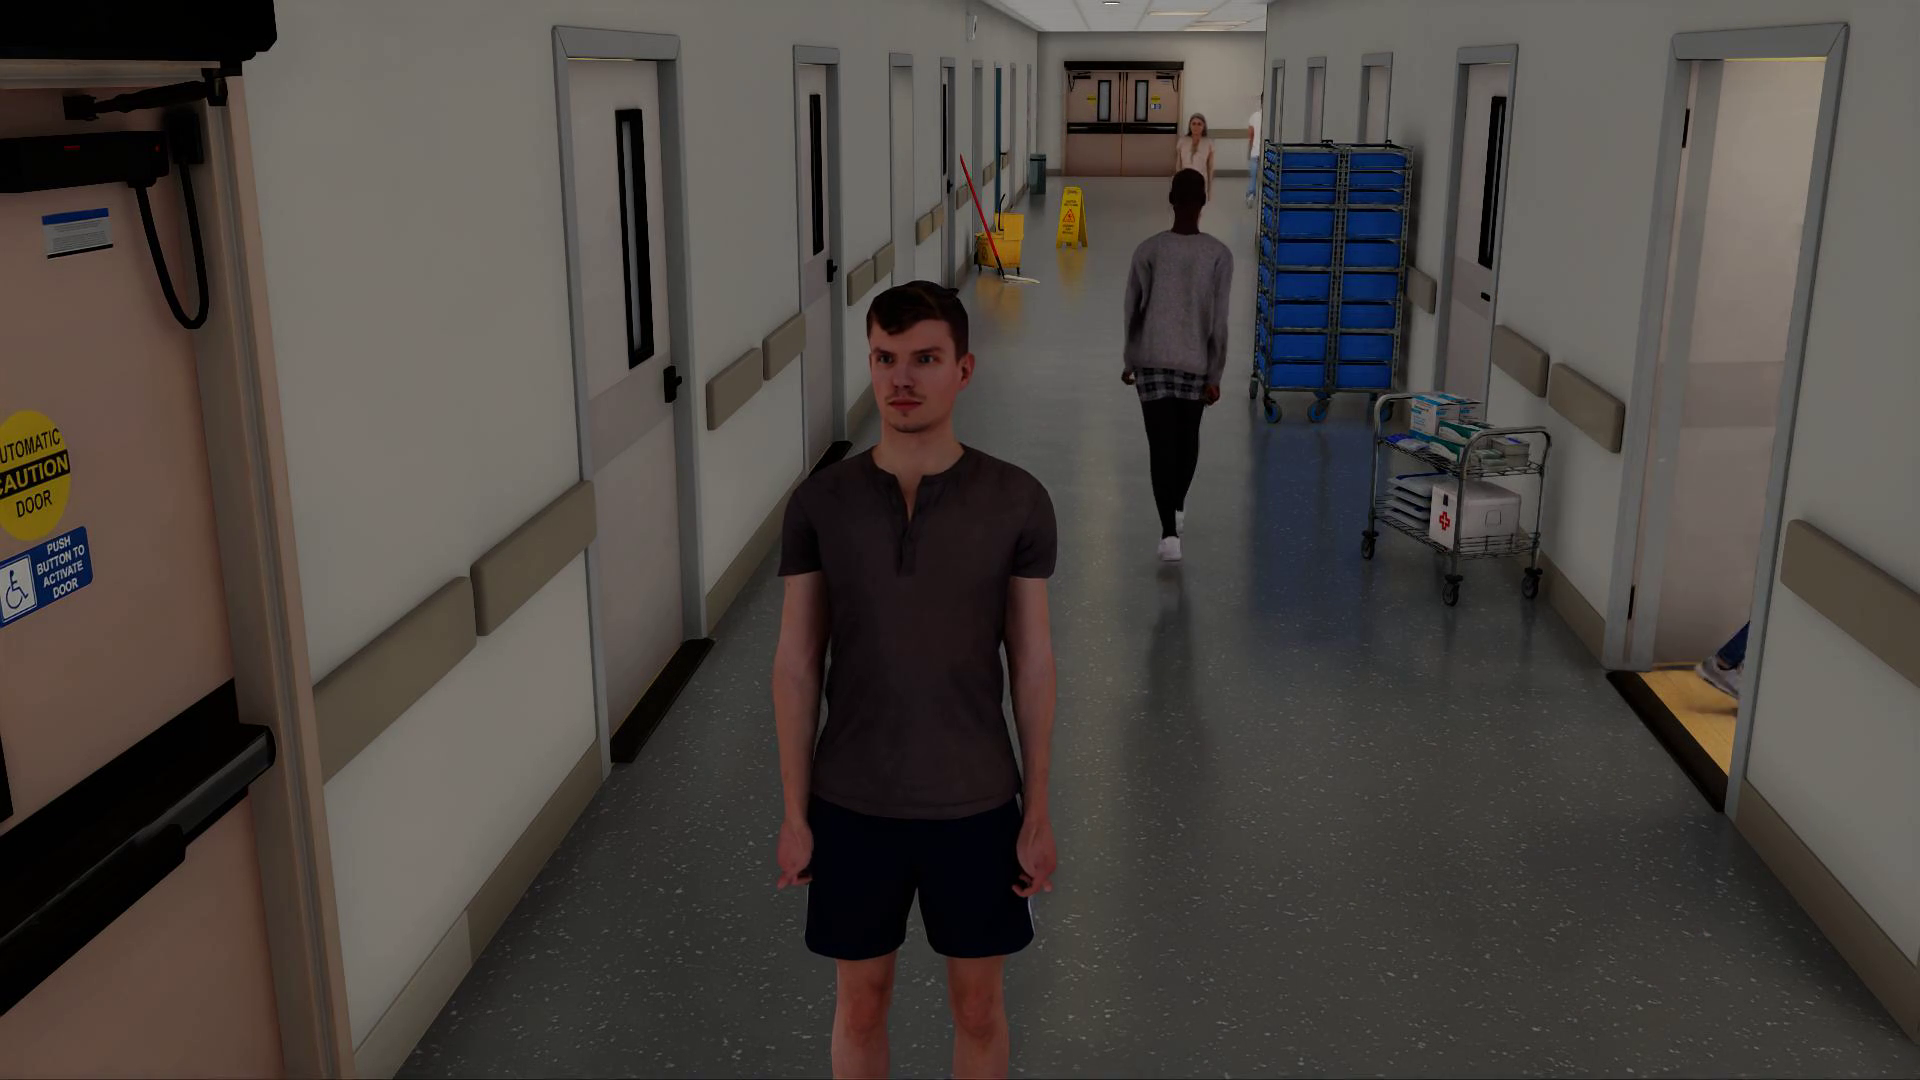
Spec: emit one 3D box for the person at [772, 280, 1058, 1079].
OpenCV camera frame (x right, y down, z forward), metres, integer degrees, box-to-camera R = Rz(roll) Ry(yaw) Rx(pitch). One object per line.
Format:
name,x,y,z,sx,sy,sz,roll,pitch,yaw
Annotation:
person,-0.070,0.465,2.971,0.654,1.852,0.531,1,16,3

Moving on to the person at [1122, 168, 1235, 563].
person,0.962,-0.742,7.474,0.659,1.731,1.140,1,16,3

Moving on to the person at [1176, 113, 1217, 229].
person,2.657,-3.978,18.966,0.633,1.725,0.658,3,16,12
